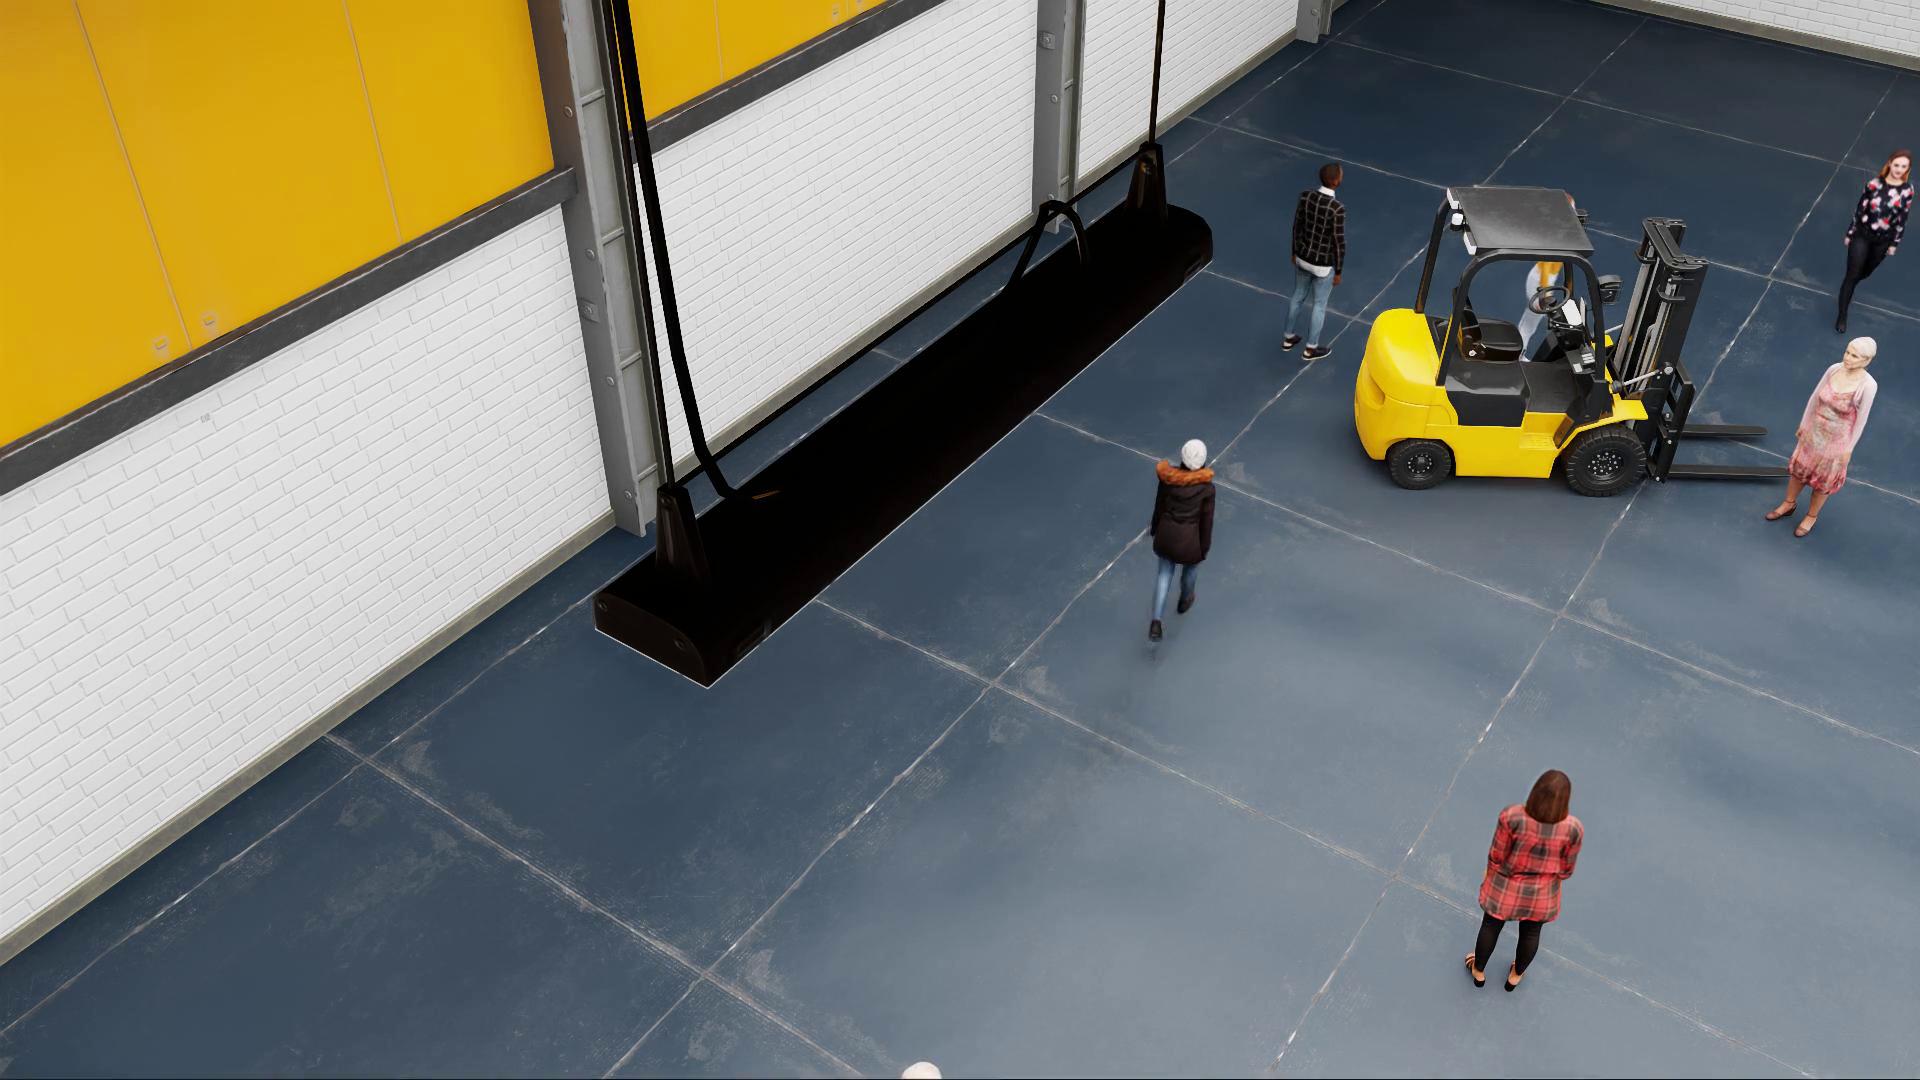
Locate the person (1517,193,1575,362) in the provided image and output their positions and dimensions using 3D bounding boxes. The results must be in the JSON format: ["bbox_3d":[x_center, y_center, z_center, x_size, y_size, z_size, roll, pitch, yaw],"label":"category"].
[{"bbox_3d":[4.957,-2.168,14.204,0.676,1.750,0.548,15,41,18],"label":"person"}]

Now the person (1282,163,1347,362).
[{"bbox_3d":[3.089,-2.434,14.482,0.612,1.819,0.715,-30,47,-32],"label":"person"}]

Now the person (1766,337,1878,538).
[{"bbox_3d":[6.548,-0.794,12.530,0.679,1.692,0.676,-22,43,-25],"label":"person"}]

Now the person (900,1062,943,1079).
[{"bbox_3d":[-0.165,2.976,7.783,0.602,1.725,0.652,-29,47,-31],"label":"person"}]

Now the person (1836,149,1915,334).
[{"bbox_3d":[8.233,-2.755,15.016,0.780,1.654,1.116,12,40,15],"label":"person"}]

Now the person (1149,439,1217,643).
[{"bbox_3d":[1.508,0.021,11.577,0.750,1.608,1.067,15,41,18],"label":"person"}]

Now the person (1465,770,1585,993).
[{"bbox_3d":[3.107,1.884,9.167,0.685,1.704,0.676,8,39,10],"label":"person"}]
